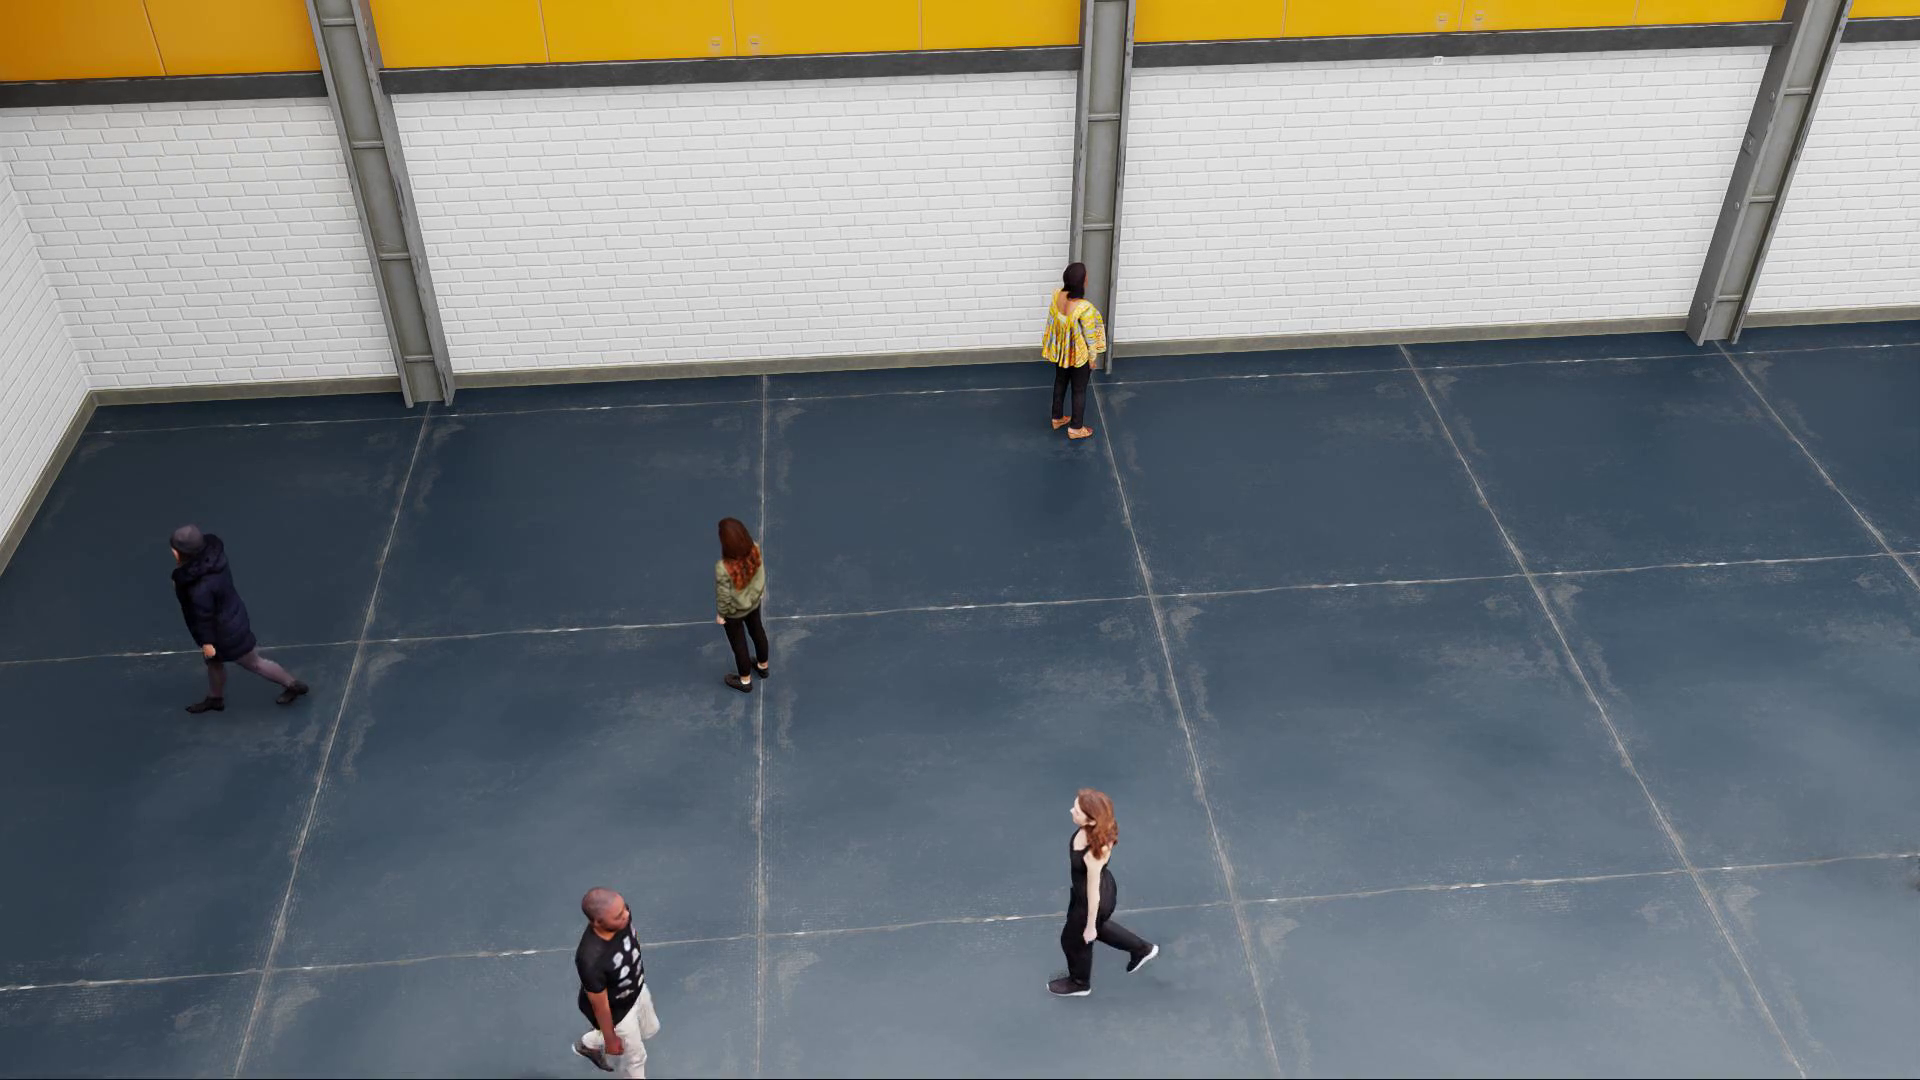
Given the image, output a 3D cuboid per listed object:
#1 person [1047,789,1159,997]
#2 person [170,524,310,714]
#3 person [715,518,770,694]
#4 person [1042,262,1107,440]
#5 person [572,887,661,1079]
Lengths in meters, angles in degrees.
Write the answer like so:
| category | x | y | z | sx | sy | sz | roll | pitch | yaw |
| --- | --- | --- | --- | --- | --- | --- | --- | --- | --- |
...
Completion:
| category | x | y | z | sx | sy | sz | roll | pitch | yaw |
| --- | --- | --- | --- | --- | --- | --- | --- | --- | --- |
| person | 0.847 | 2.039 | 9.498 | 0.874 | 1.731 | 0.586 | -2 | 39 | -3 |
| person | -4.981 | 0.572 | 11.407 | 1.128 | 1.641 | 0.789 | -9 | 39 | -11 |
| person | -1.534 | 0.445 | 11.698 | 0.707 | 1.476 | 0.648 | 27 | 46 | 30 |
| person | 0.957 | -1.608 | 14.125 | 0.931 | 1.656 | 0.878 | -28 | 46 | -30 |
| person | -1.919 | 2.468 | 8.914 | 0.963 | 1.789 | 0.793 | 8 | 39 | 10 |
